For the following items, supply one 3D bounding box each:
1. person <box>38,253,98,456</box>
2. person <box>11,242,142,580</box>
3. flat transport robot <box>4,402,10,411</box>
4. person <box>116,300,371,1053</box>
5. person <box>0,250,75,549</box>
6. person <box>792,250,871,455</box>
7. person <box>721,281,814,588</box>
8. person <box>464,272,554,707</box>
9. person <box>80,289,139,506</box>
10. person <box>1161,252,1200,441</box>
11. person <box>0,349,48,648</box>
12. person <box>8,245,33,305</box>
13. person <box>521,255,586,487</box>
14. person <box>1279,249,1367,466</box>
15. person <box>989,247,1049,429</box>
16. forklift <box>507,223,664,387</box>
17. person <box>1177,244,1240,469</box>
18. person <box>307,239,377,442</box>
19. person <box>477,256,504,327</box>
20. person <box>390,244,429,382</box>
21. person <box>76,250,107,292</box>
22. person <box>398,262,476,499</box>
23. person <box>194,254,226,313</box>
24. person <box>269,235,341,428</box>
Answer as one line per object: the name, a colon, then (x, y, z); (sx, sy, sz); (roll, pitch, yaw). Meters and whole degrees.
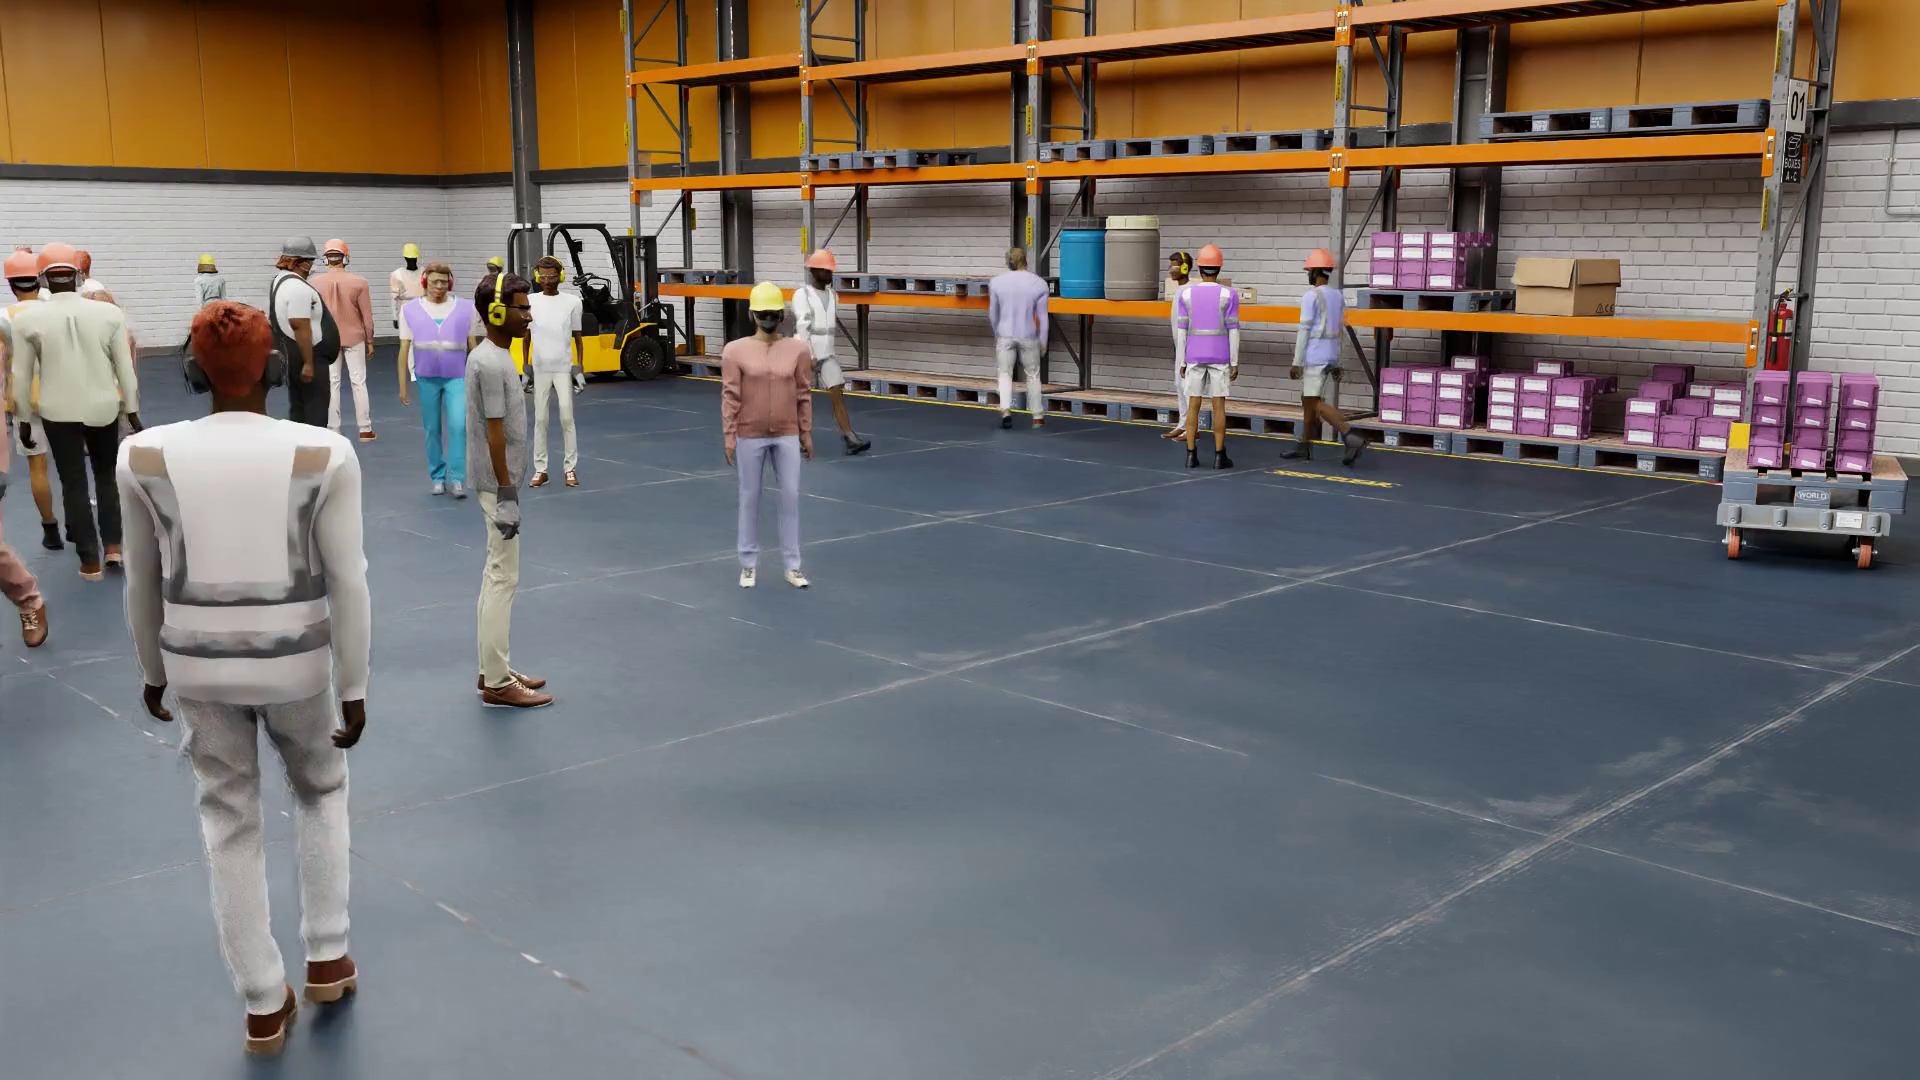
person: (-8.275, -1.757, 15.537); (0.618, 1.903, 1.008); (-3, 11, -17)
person: (-5.235, -0.759, 9.845); (0.655, 1.975, 0.567); (-8, 13, -36)
flat transport robot: (-9.805, -1.392, 17.966); (1.431, 0.197, 0.652); (1, 10, 5)
person: (-1.783, 0.330, 4.216); (0.580, 1.861, 0.578); (-3, 11, -16)
person: (-5.912, -0.888, 10.702); (0.582, 1.924, 0.406); (-8, 13, -36)
person: (-1.260, -1.712, 15.301); (0.550, 1.882, 0.970); (-10, 14, -44)
person: (-1.103, -0.598, 9.570); (0.533, 1.766, 0.318); (-3, 11, -17)
person: (-1.970, -0.213, 7.185); (0.309, 1.864, 0.535); (-3, 11, -18)
person: (-6.273, -1.042, 12.336); (0.548, 1.621, 0.533); (4, 11, 20)
person: (2.211, -1.906, 16.442); (0.327, 1.860, 0.538); (-2, 11, -13)
person: (-4.805, -0.360, 7.920); (0.699, 1.890, 0.609); (3, 11, 16)
person: (-11.666, -2.742, 20.884); (0.406, 1.902, 0.636); (2, 11, 13)
person: (-3.280, -1.353, 13.409); (0.519, 1.865, 0.327); (-1, 10, -4)
person: (3.234, -1.606, 14.684); (0.858, 1.910, 0.552); (9, 14, 40)
person: (0.618, -2.098, 17.345); (0.637, 1.909, 0.610); (0, 10, 2)
forklift: (-5.316, -3.263, 22.920); (2.313, 2.155, 1.214); (-10, 14, -44)
person: (2.156, -1.580, 14.428); (0.545, 1.943, 0.347); (4, 11, 20)
person: (-6.039, -1.940, 16.272); (0.608, 1.987, 0.388); (-2, 11, -12)
person: (-6.780, -3.265, 24.177); (0.528, 1.727, 0.813); (2, 11, 12)
person: (-7.486, -3.107, 22.864); (0.628, 1.896, 0.769); (-5, 11, -24)
person: (-8.346, -1.836, 16.015); (0.352, 1.875, 0.599); (-1, 10, -5)
person: (-3.988, -1.207, 12.755); (0.609, 1.802, 0.847); (-3, 11, -18)
person: (-11.070, -3.344, 24.591); (0.310, 1.744, 0.486); (7, 13, 34)
person: (-5.501, -1.554, 14.019); (0.537, 2.000, 0.696); (-8, 13, -36)
